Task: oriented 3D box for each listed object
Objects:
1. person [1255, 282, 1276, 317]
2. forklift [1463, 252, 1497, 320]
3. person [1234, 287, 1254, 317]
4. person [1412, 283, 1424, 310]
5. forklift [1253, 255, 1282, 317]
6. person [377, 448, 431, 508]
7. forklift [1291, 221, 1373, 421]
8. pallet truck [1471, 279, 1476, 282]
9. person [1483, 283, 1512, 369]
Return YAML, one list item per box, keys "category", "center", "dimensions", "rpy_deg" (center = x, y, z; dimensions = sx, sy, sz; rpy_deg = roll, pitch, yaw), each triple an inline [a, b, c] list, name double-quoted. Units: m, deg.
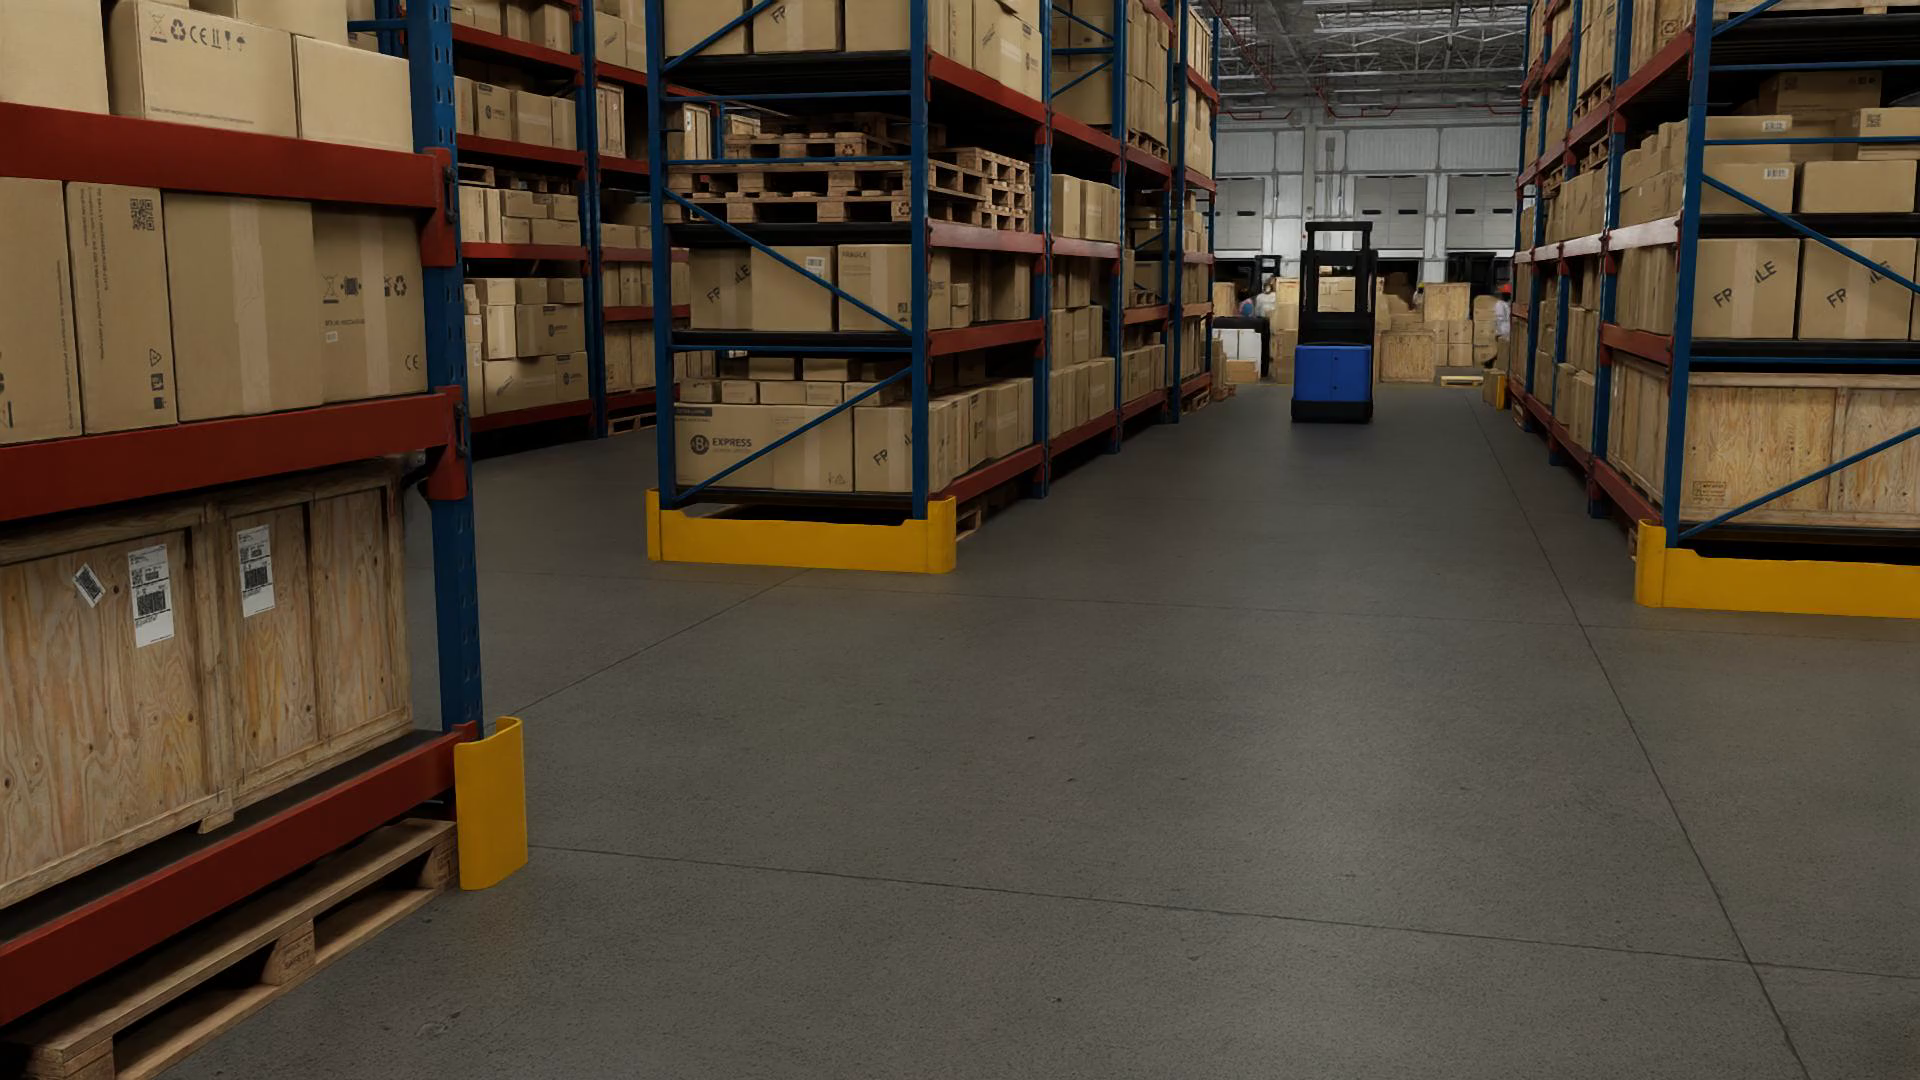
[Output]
- category: "person"
  center: [7.906, -5.663, 42.733]
  dimensions: [0.633, 1.938, 0.356]
  rpy_deg: [2, 9, 15]
- category: "forklift"
  center: [15.695, -7.336, 50.379]
  dimensions: [1.129, 2.768, 1.873]
  rpy_deg: [-2, 9, -11]
- category: "person"
  center: [6.116, -4.639, 36.610]
  dimensions: [0.833, 1.811, 0.661]
  rpy_deg: [-1, 9, -5]
- category: "person"
  center: [15.902, -7.940, 57.387]
  dimensions: [0.598, 1.890, 0.947]
  rpy_deg: [4, 10, 25]
- category: "forklift"
  center: [10.632, -8.462, 57.531]
  dimensions: [1.129, 2.768, 1.873]
  rpy_deg: [-4, 10, -24]
- category: "person"
  center: [-3.978, -0.703, 12.064]
  dimensions: [0.772, 1.675, 0.541]
  rpy_deg: [7, 11, 39]
- category: "forklift"
  center: [5.378, -3.153, 23.801]
  dimensions: [1.129, 2.768, 1.873]
  rpy_deg: [2, 9, 14]
- category: "pallet truck"
  center: [18.896, -8.459, 60.307]
  dimensions: [1.885, 1.965, 0.823]
  rpy_deg: [5, 10, 31]
- category: "person"
  center: [10.966, -4.230, 33.678]
  dimensions: [0.601, 1.925, 0.567]
  rpy_deg: [7, 12, 39]
